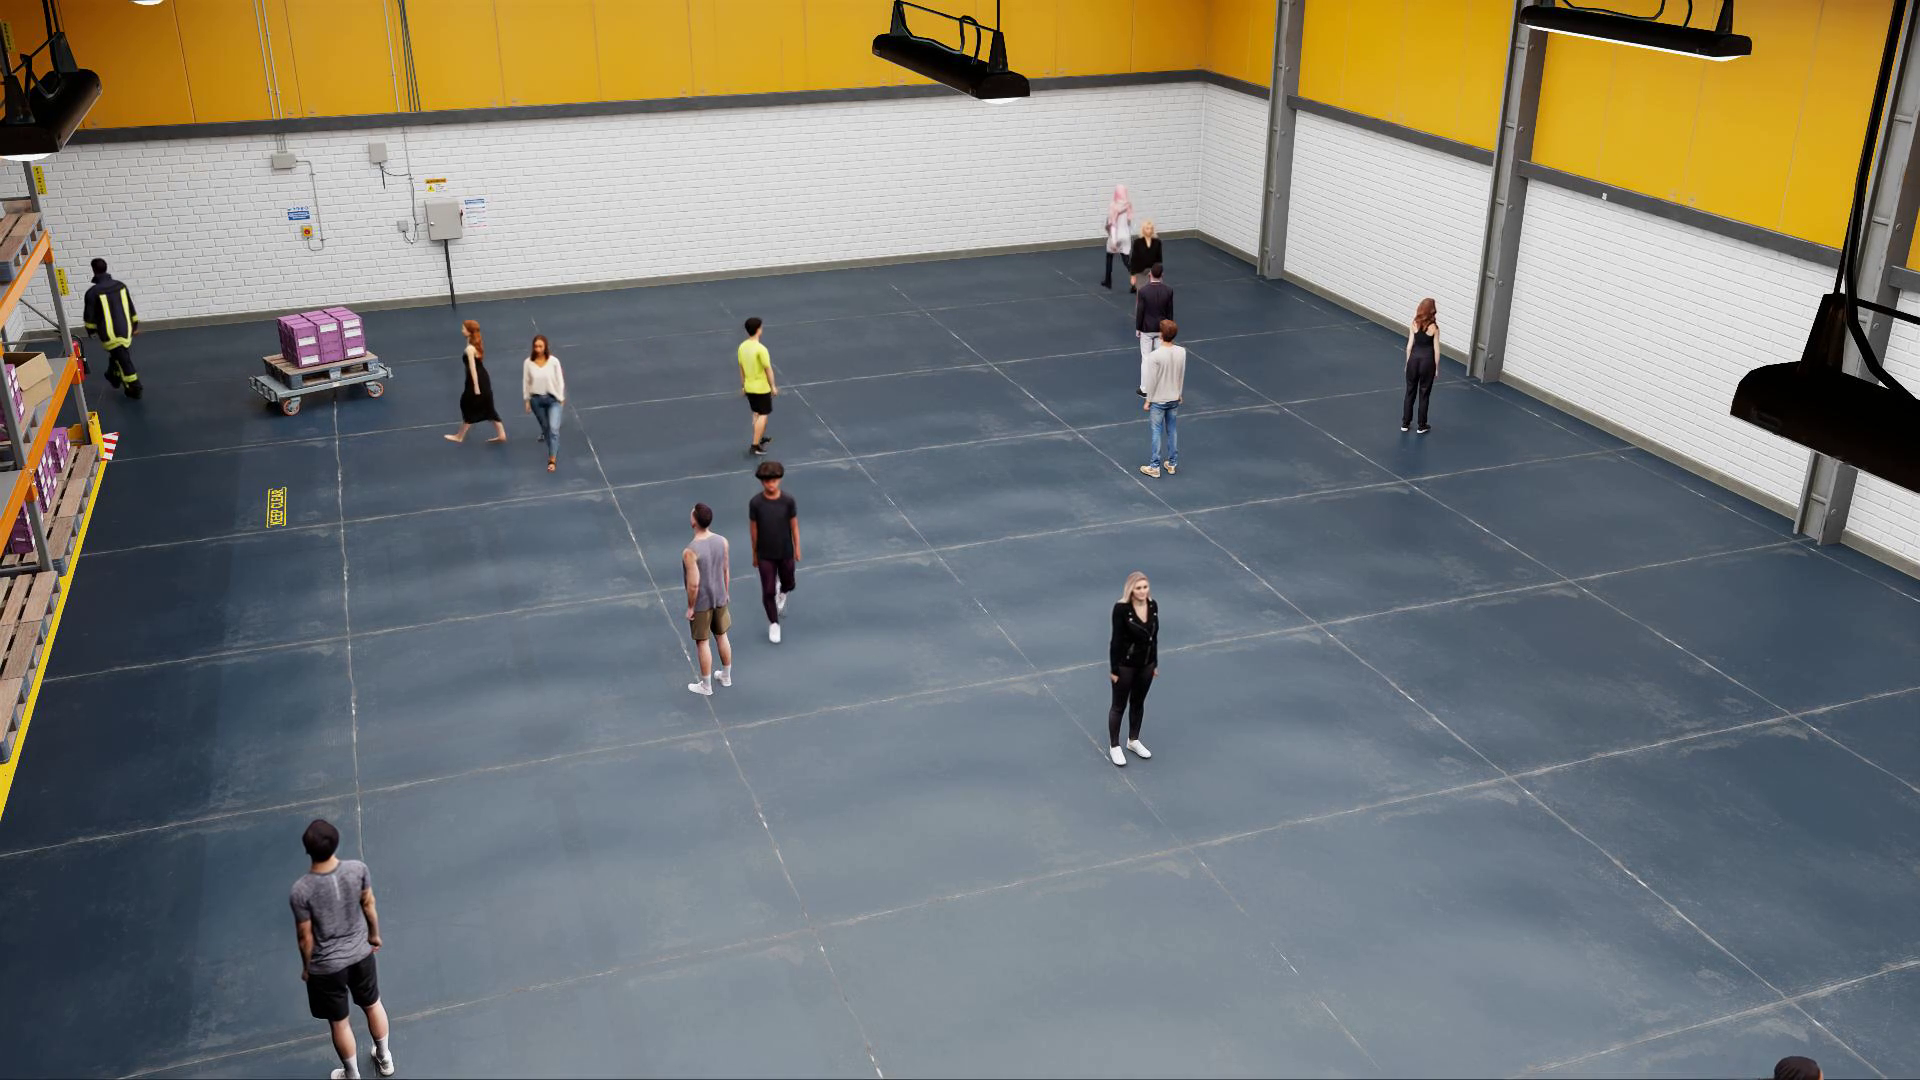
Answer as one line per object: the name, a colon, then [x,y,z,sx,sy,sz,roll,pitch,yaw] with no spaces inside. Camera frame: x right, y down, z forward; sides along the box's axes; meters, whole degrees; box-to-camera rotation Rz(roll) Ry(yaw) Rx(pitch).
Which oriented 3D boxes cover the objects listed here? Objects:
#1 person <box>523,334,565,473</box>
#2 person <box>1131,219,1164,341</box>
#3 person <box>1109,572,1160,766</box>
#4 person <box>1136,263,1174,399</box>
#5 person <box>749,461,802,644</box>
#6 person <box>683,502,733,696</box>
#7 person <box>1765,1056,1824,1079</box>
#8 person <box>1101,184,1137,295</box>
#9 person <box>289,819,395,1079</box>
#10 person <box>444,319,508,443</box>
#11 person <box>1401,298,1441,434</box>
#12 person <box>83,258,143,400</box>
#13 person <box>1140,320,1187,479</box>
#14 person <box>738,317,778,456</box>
person: [-4.977,-1.687,20.034,0.830,1.648,1.109,0,24,-1]
person: [2.757,-3.899,24.873,0.672,1.826,0.731,-4,24,-9]
person: [1.426,1.037,13.757,0.621,1.685,0.556,-11,26,-23]
person: [2.609,-2.830,22.405,0.704,1.845,0.637,-3,24,-6]
person: [-1.778,0.053,15.912,0.727,1.763,1.018,-4,24,-9]
person: [-2.252,0.521,14.822,0.731,1.847,0.719,21,31,39]
person: [4.005,3.325,8.484,0.882,1.717,0.840,4,24,8]
person: [2.670,-4.867,27.172,0.790,1.759,1.235,-12,26,-26]
person: [-3.766,2.527,10.115,0.695,1.871,0.729,22,32,40]
person: [-5.901,-1.935,20.671,0.885,1.593,1.006,1,24,2]
person: [5.859,-2.226,21.142,0.643,1.748,0.722,14,27,28]
person: [-11.276,-2.803,22.288,1.292,1.889,1.199,14,27,28]
person: [2.427,-1.677,19.691,0.672,1.905,0.602,-11,26,-23]
person: [-2.504,-1.882,20.414,0.895,1.702,0.916,18,29,35]
